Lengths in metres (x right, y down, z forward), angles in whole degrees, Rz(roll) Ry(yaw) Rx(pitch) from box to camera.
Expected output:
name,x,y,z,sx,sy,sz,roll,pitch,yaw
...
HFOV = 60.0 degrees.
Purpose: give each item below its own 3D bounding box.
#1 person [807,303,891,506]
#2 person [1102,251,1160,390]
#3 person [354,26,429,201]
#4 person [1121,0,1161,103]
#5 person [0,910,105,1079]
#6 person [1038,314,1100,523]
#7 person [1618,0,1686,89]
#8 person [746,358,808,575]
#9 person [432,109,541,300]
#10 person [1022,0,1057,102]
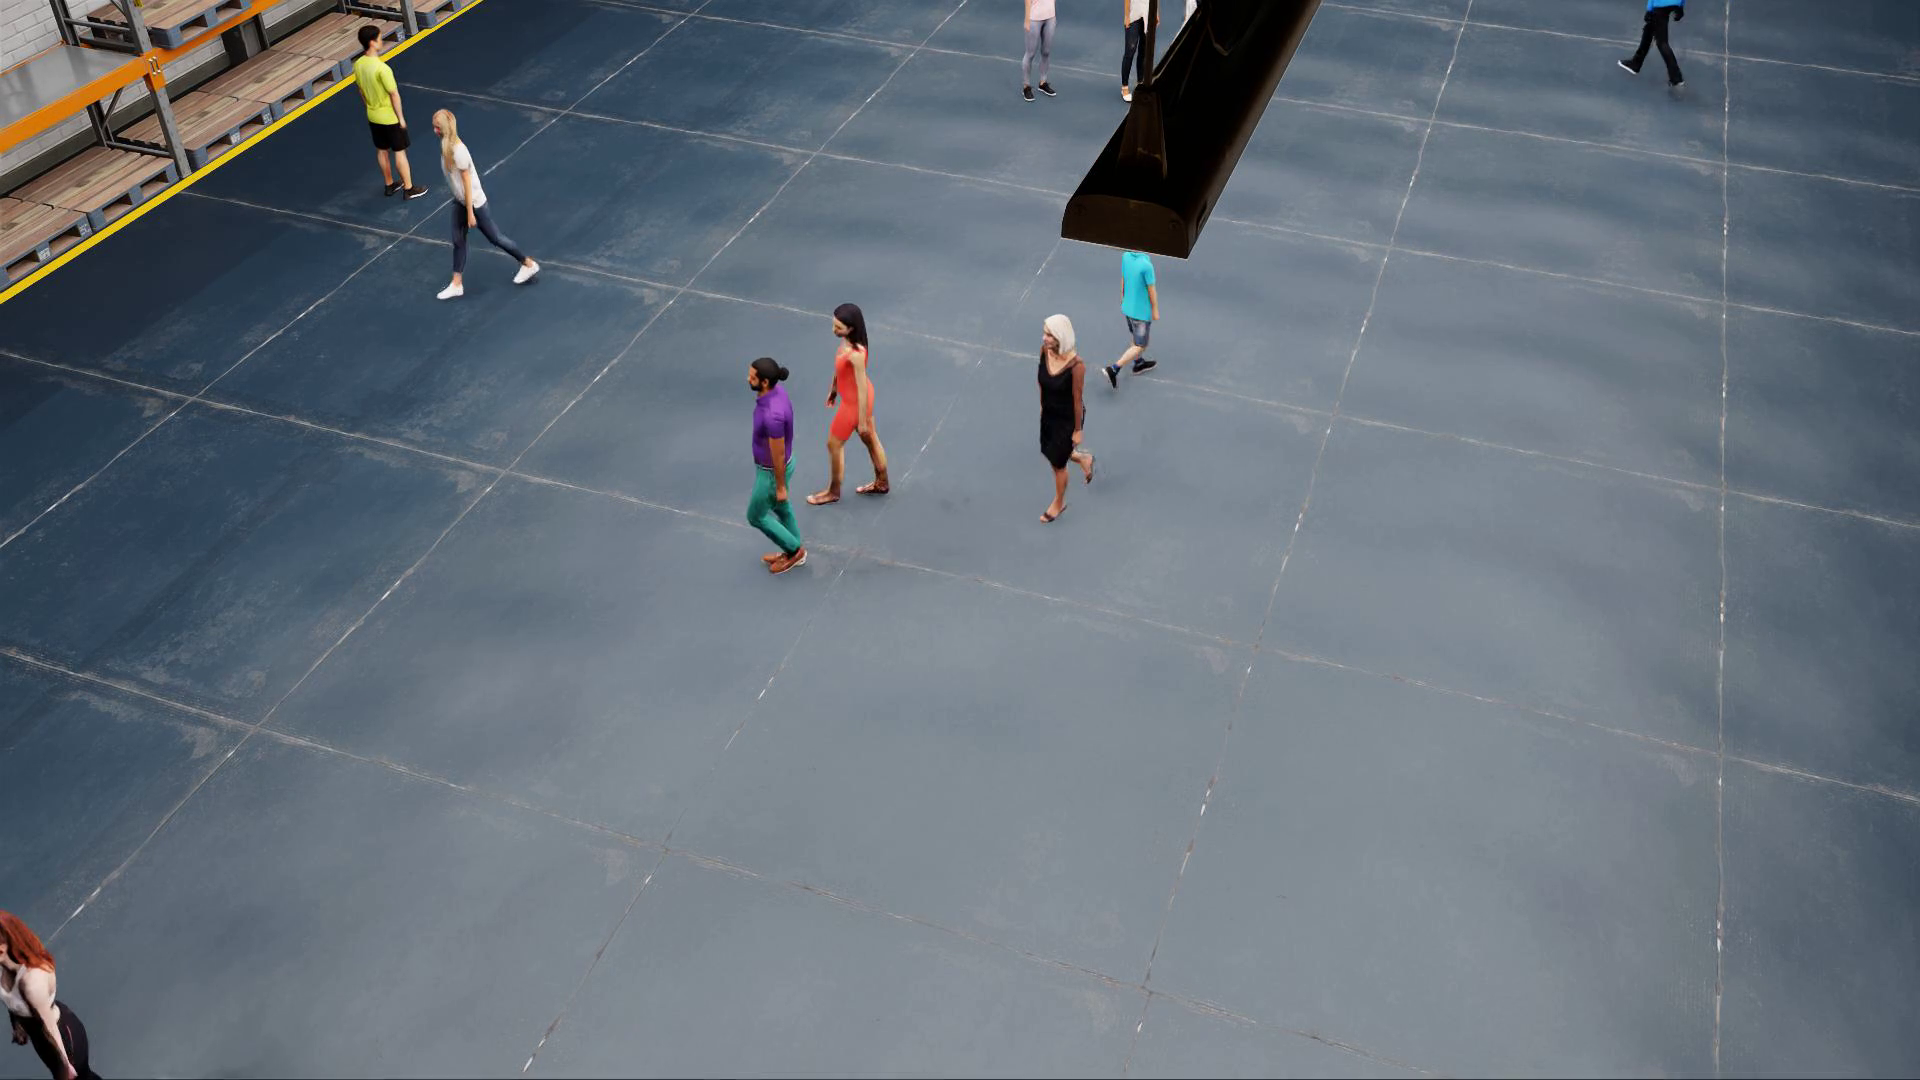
name,x,y,z,sx,sy,sz,roll,pitch,yaw
person,-0.677,-0.995,12.226,0.894,1.693,0.916,-3,39,-4
person,1.410,-1.895,13.557,0.927,1.439,0.838,-20,43,-23
person,-5.595,-4.146,16.161,0.644,1.706,0.575,19,42,22
person,1.945,-5.667,18.001,0.666,1.786,0.726,-16,41,-19
person,-4.309,2.364,7.982,0.687,1.741,0.691,31,48,33
person,0.804,-0.912,12.096,0.979,1.725,0.872,-29,47,-31
person,7.780,-5.801,18.202,1.154,1.746,1.160,-18,42,-21
person,-1.194,-0.502,11.557,0.822,1.757,0.721,-4,39,-6
person,-4.207,-2.979,14.650,1.266,1.767,1.071,-22,43,-25
person,0.864,-5.668,18.054,0.643,1.722,0.710,-18,42,-22
